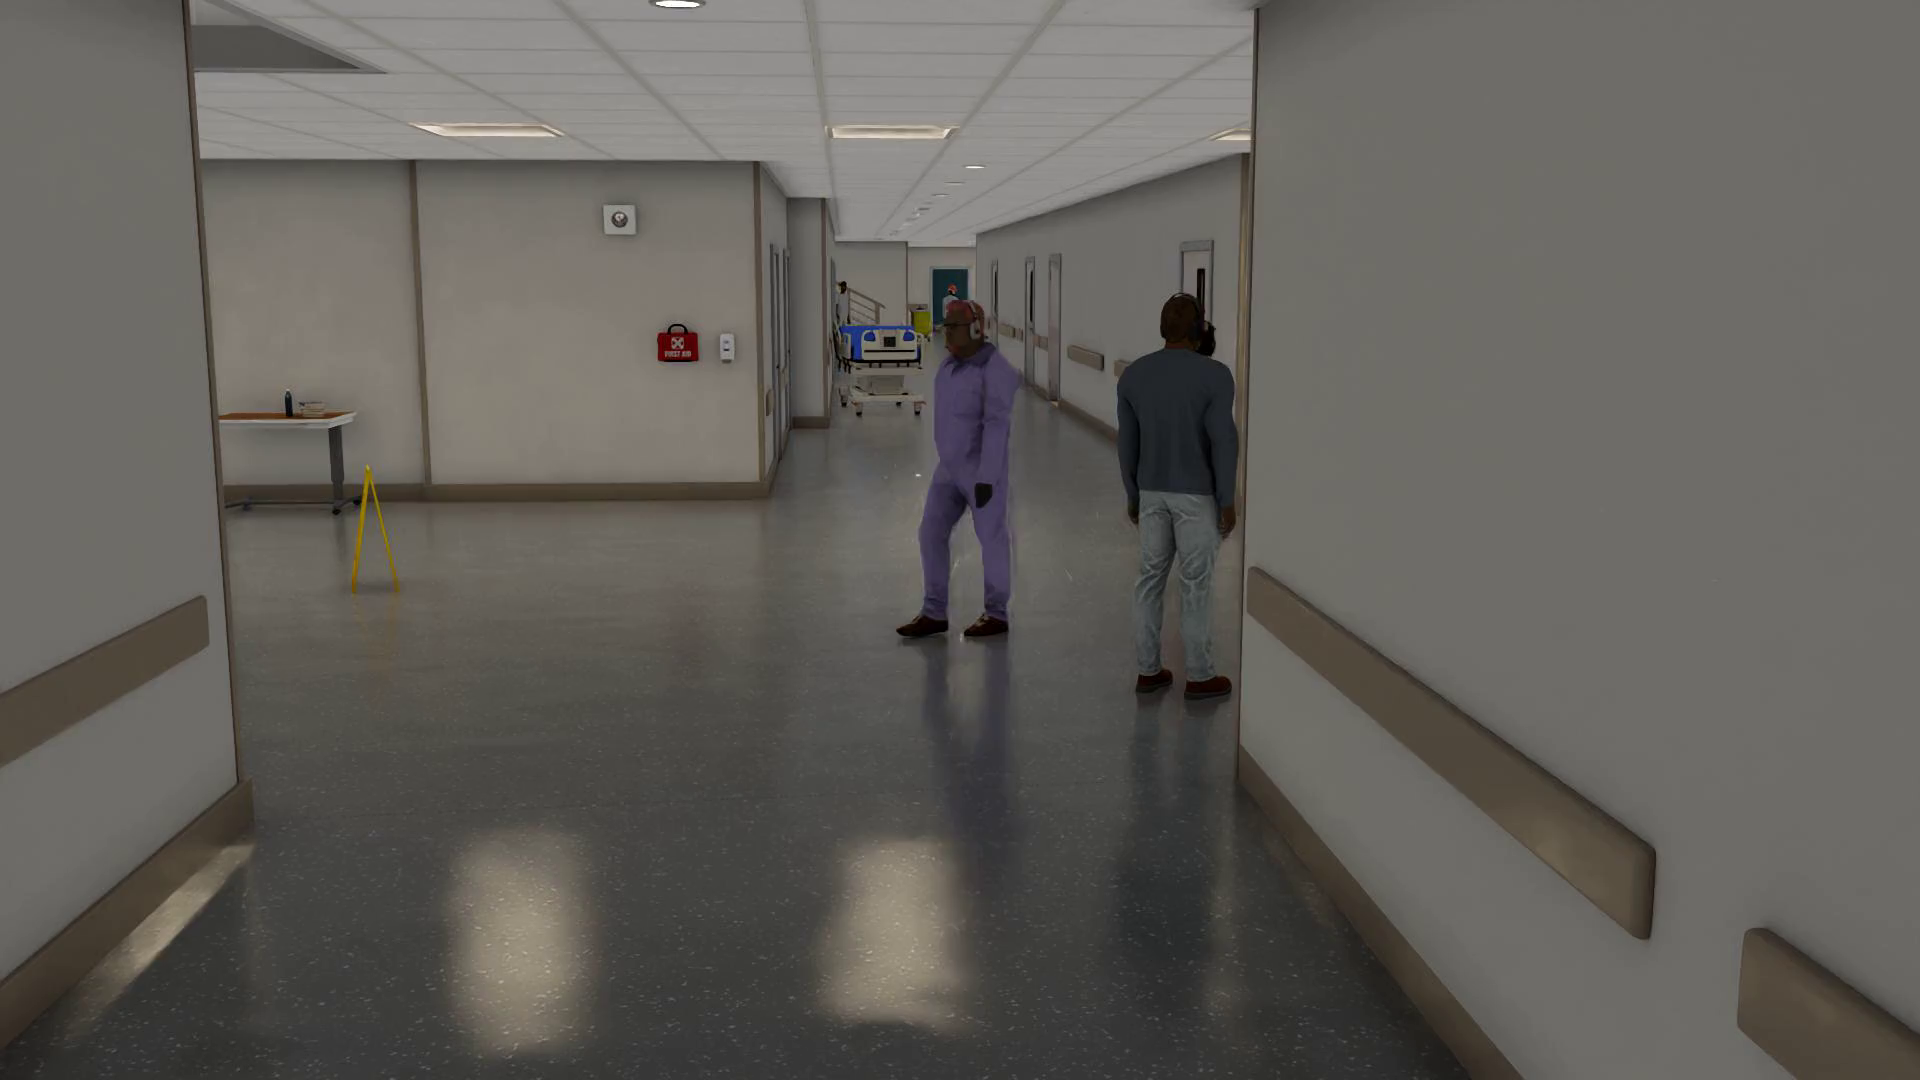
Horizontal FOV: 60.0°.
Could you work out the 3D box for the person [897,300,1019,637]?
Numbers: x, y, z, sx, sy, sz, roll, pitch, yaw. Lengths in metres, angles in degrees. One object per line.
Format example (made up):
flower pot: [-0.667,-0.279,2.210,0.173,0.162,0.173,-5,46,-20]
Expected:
person: [-0.024,-0.372,9.176,0.776,1.878,0.671,-7,11,-37]

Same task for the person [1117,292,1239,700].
person: [1.045,-0.205,7.967,0.627,1.940,0.371,7,11,37]

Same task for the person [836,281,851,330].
person: [-3.058,-5.809,43.369,0.309,1.868,0.535,7,11,37]

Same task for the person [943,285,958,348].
person: [-0.218,-6.158,45.921,0.575,1.747,0.341,8,12,42]
